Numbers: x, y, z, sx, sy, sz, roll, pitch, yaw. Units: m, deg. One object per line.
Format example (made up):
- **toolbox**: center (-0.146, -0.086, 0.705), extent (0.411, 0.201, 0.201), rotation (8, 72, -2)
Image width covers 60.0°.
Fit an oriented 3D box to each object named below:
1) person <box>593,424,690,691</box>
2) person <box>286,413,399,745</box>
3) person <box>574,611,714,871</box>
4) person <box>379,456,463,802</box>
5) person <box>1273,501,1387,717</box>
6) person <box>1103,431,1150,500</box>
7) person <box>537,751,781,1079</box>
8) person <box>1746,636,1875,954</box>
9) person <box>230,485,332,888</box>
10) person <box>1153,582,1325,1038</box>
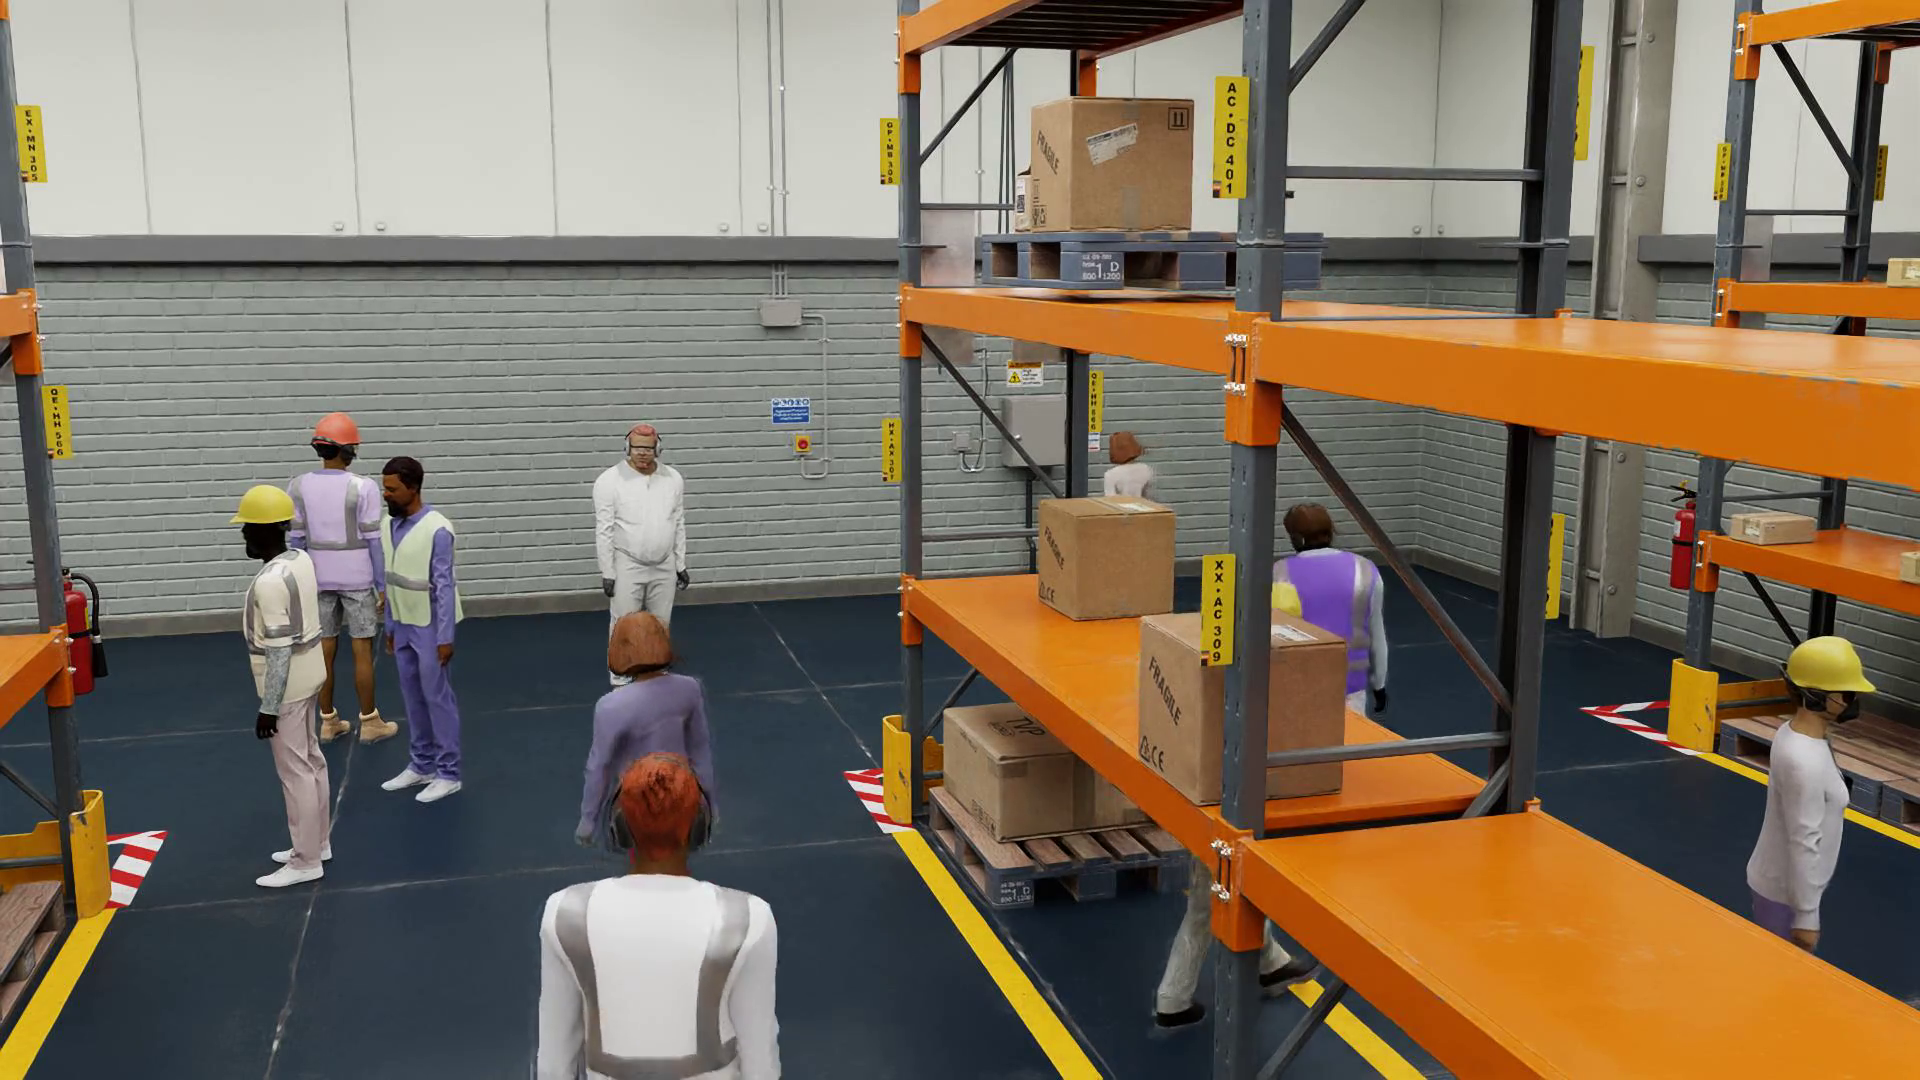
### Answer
- **person**: center (-2.064, 0.185, 10.917), extent (0.640, 1.904, 0.401), rotation (-7, 12, -36)
- **person**: center (-3.769, 0.242, 10.184), extent (0.610, 2.043, 0.375), rotation (2, 10, 9)
- **person**: center (-1.259, 1.082, 6.624), extent (0.616, 1.611, 0.513), rotation (7, 12, 35)
- **person**: center (-2.981, 0.479, 9.215), extent (0.590, 1.913, 0.393), rotation (8, 13, 38)
- **person**: center (1.774, 0.718, 8.138), extent (0.662, 1.804, 0.695), rotation (1, 10, 4)
- **person**: center (1.322, -0.078, 13.310), extent (0.504, 1.595, 0.756), rotation (-5, 11, -29)
- **person**: center (-0.719, 1.434, 3.916), extent (0.585, 1.865, 0.734), rotation (1, 10, 4)
- **person**: center (2.823, 1.186, 5.595), extent (0.326, 1.769, 0.524), rotation (4, 11, 23)
- **person**: center (-3.232, 0.693, 7.943), extent (0.370, 1.929, 0.585), rotation (-1, 10, -7)
- **person**: center (1.110, 1.027, 6.487), extent (0.872, 1.768, 0.620), rotation (-4, 11, -24)
